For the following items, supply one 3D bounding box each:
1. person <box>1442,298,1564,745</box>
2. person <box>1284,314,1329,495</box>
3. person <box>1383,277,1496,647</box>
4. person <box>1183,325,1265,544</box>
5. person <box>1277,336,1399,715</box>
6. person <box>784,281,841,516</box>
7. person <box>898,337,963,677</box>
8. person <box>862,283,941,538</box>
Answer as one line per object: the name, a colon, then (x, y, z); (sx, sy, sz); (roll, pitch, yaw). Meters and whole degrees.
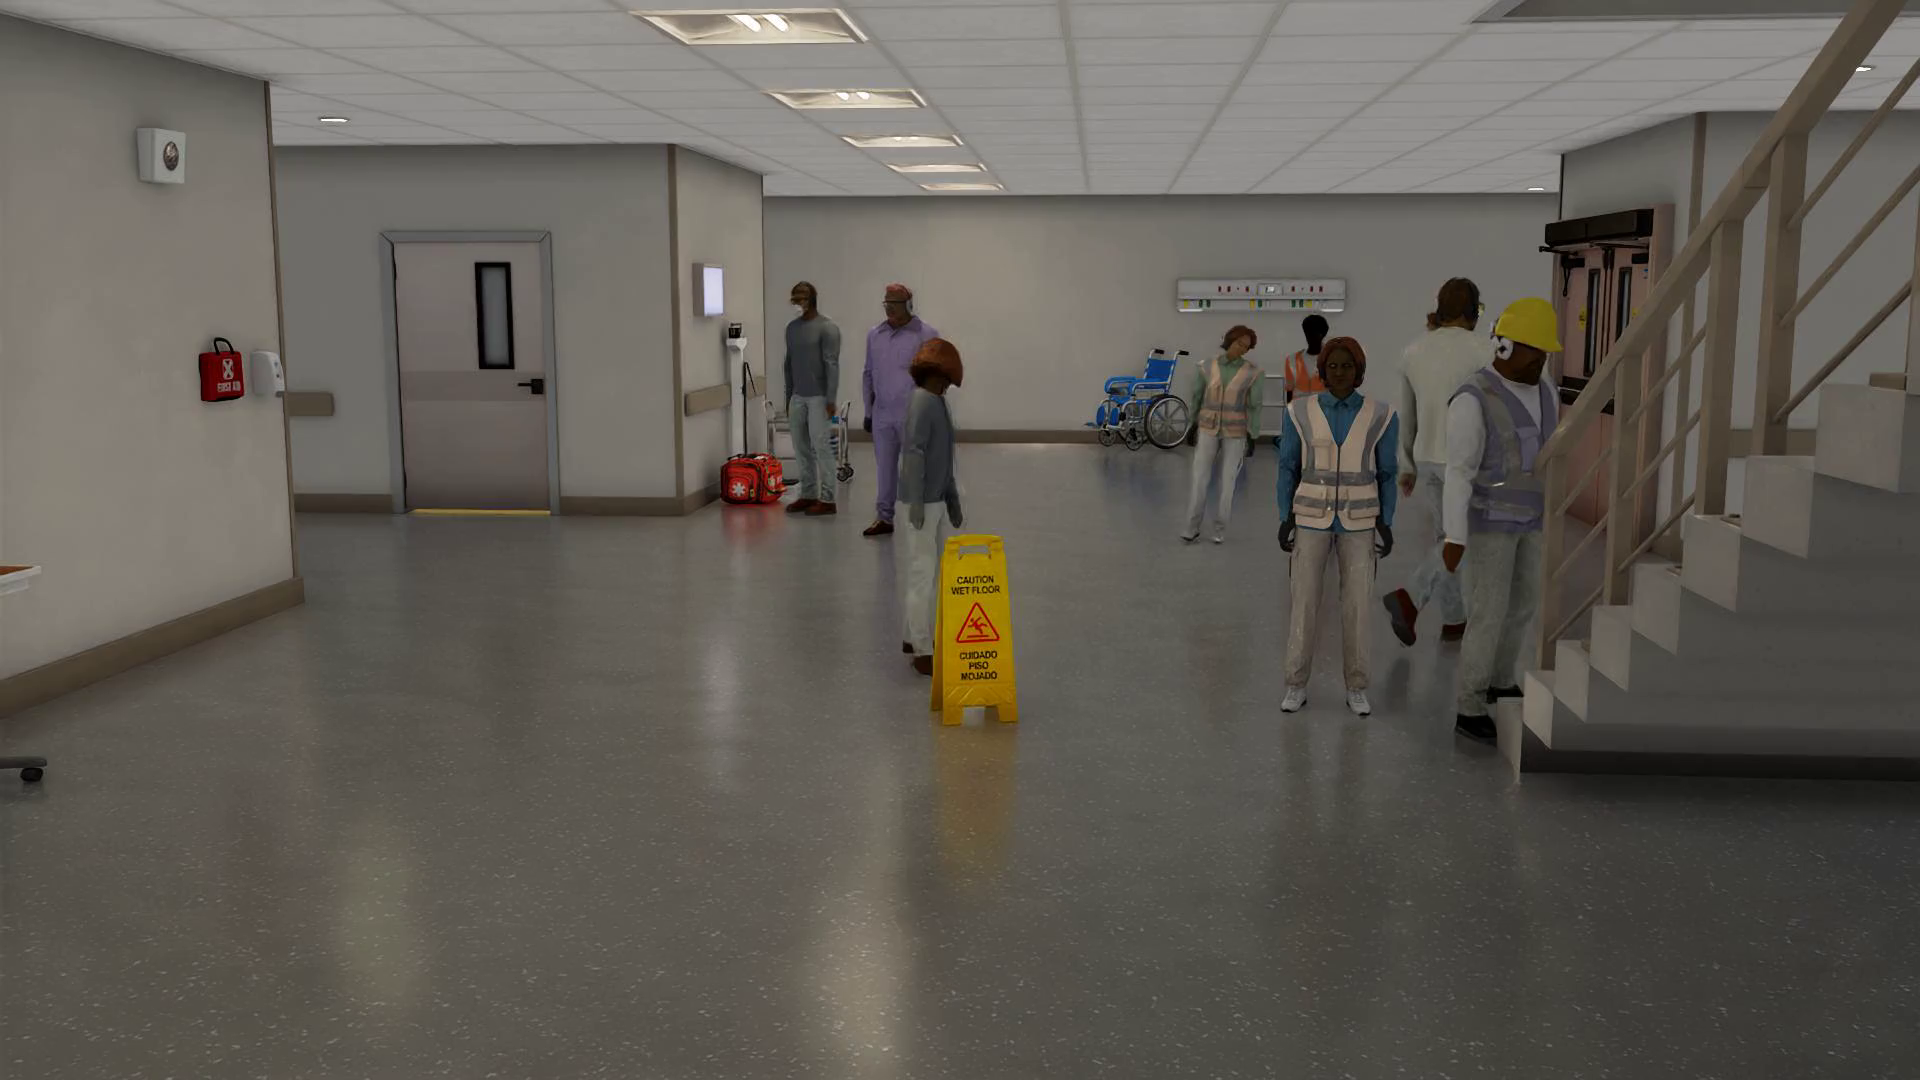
person: (2.238, -0.088, 6.869); (0.753, 1.807, 0.537); (-6, 10, -37)
person: (2.928, -1.014, 13.616); (0.537, 1.670, 0.784); (4, 9, 27)
person: (2.472, -0.390, 8.534); (0.765, 1.917, 0.632); (-5, 10, -30)
person: (1.924, -0.760, 12.104); (0.577, 1.596, 0.362); (3, 9, 20)
person: (1.630, -0.059, 7.219); (0.511, 1.641, 0.309); (2, 9, 11)
person: (-1.206, -1.168, 13.783); (0.378, 1.929, 0.715); (-8, 11, -42)
person: (-0.154, -0.166, 8.052); (0.329, 1.616, 0.603); (2, 9, 14)
person: (-0.460, -0.966, 12.490); (0.651, 1.904, 0.402); (4, 9, 27)
